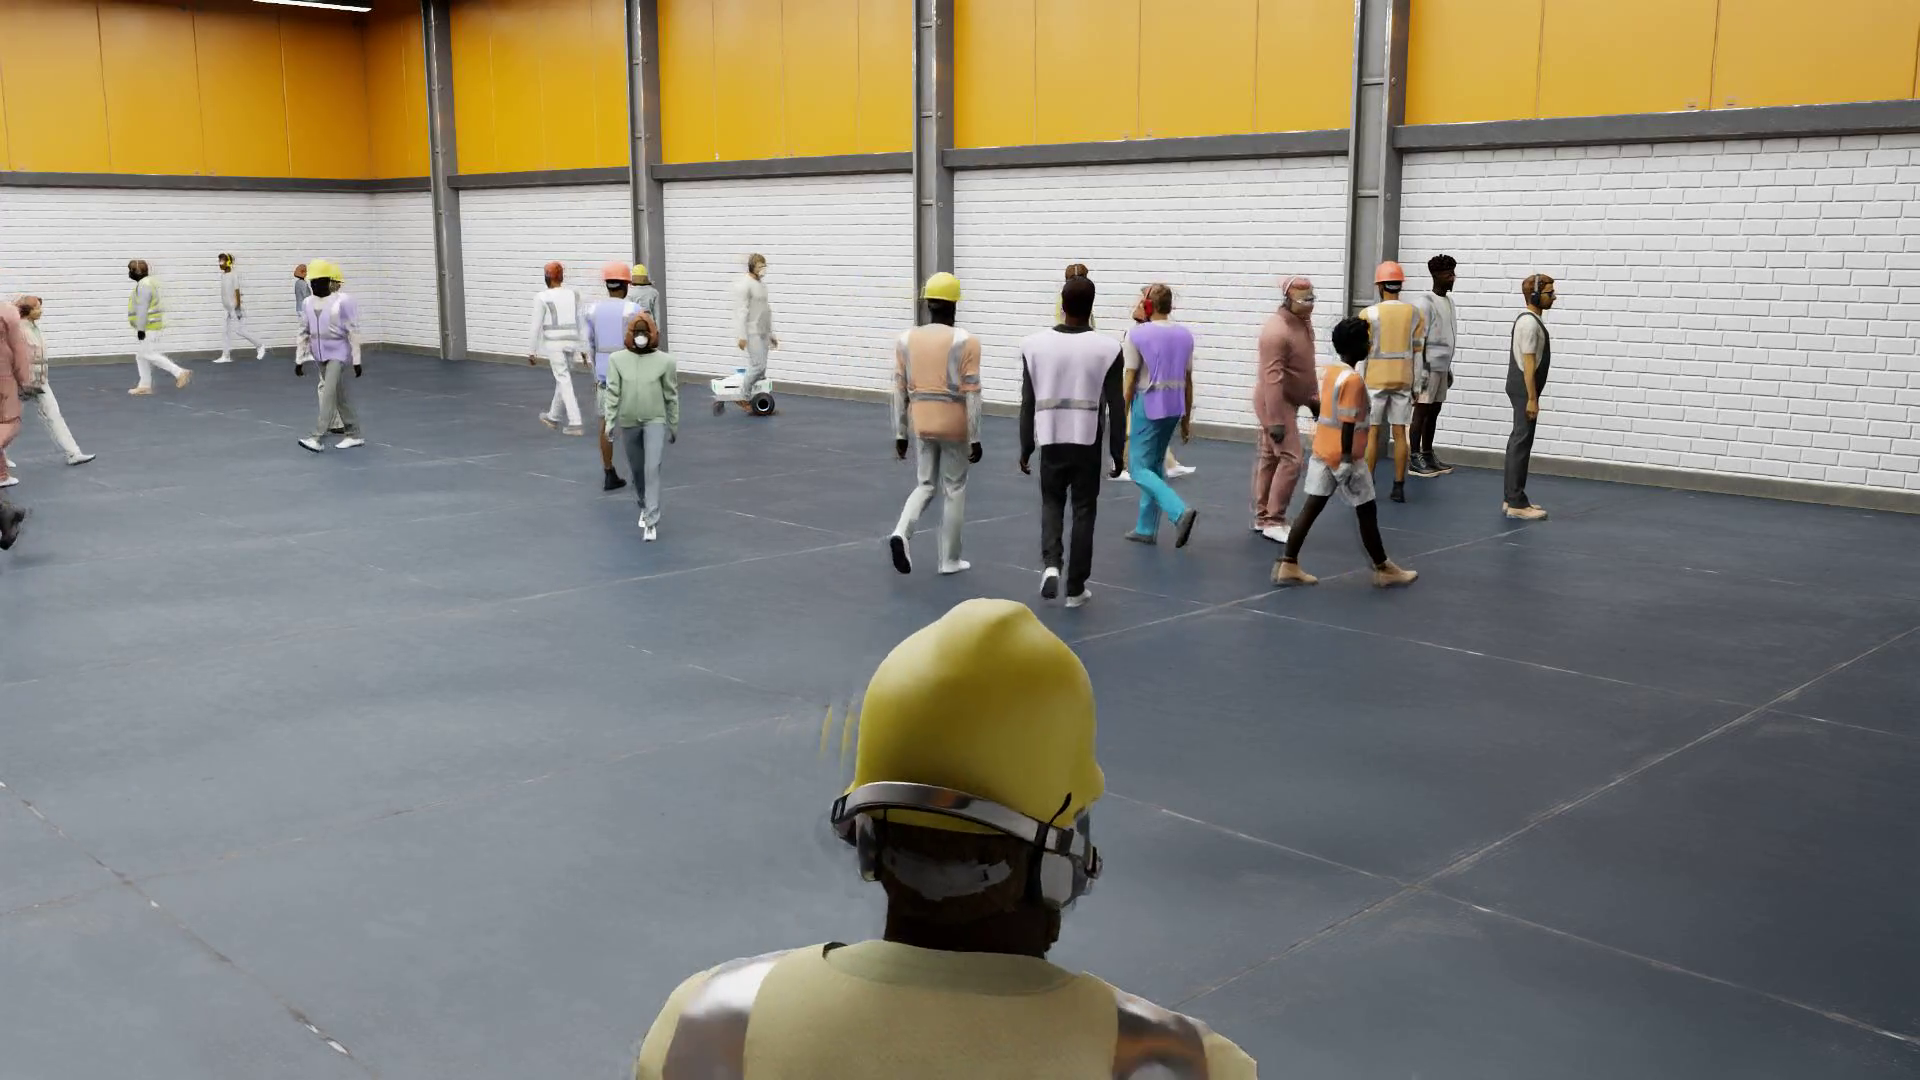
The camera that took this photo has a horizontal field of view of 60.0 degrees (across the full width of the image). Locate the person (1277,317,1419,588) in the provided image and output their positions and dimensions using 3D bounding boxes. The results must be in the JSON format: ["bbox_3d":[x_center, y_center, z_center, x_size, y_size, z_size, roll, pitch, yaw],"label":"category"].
[{"bbox_3d":[2.335,-0.517,10.027,0.861,1.647,0.544,-1,10,-6],"label":"person"}]

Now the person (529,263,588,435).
[{"bbox_3d":[-4.381,-2.071,18.016,0.984,1.824,0.601,9,14,41],"label":"person"}]

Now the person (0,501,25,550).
[{"bbox_3d":[-6.530,-0.768,10.711,0.764,1.909,0.541,-8,13,-37],"label":"person"}]

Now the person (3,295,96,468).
[{"bbox_3d":[-8.533,-1.448,15.278,0.915,1.584,0.513,0,10,2],"label":"person"}]

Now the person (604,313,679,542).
[{"bbox_3d":[-2.264,-0.826,11.889,0.500,1.591,0.862,0,10,1],"label":"person"}]

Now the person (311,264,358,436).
[{"bbox_3d":[-6.703,-2.021,17.762,0.403,1.822,0.587,-7,13,-35],"label":"person"}]

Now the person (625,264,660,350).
[{"bbox_3d":[-4.262,-2.818,22.327,0.492,1.740,0.324,-6,12,-30],"label":"person"}]

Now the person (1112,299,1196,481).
[{"bbox_3d":[1.694,-1.296,14.414,0.803,1.597,0.520,1,10,6],"label":"person"}]

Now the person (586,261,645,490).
[{"bbox_3d":[-2.861,-1.398,14.134,0.578,1.904,0.773,3,11,16],"label":"person"}]

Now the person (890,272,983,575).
[{"bbox_3d":[-0.155,-0.694,10.295,0.592,1.909,0.658,6,12,28],"label":"person"}]

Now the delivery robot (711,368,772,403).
[{"bbox_3d":[-2.602,-1.808,19.799,0.707,0.478,0.477,-2,11,-11],"label":"delivery robot"}]

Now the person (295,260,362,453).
[{"bbox_3d":[-6.284,-1.797,16.362,0.619,1.876,0.958,5,11,24],"label":"person"}]

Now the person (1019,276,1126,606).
[{"bbox_3d":[0.650,-0.554,9.543,0.613,1.899,0.448,3,11,15],"label":"person"}]

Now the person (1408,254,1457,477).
[{"bbox_3d":[4.226,-1.554,14.818,0.370,1.967,0.602,9,14,41],"label":"person"}]

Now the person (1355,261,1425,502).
[{"bbox_3d":[3.424,-1.261,13.333,0.541,1.929,0.383,0,10,-2],"label":"person"}]

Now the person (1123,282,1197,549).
[{"bbox_3d":[1.371,-0.835,11.284,0.576,1.822,0.710,-7,13,-35],"label":"person"}]

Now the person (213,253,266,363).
[{"bbox_3d":[-12.236,-3.917,28.092,0.524,1.835,0.818,8,13,36],"label":"person"}]

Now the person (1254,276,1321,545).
[{"bbox_3d":[2.261,-0.902,11.603,0.545,1.856,0.721,4,11,23],"label":"person"}]

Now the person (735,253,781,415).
[{"bbox_3d":[-2.398,-2.404,19.568,0.405,1.923,0.707,3,11,15],"label":"person"}]

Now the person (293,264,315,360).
[{"bbox_3d":[-11.211,-3.891,28.475,0.286,1.633,0.499,-9,13,-39],"label":"person"}]

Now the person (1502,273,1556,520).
[{"bbox_3d":[4.307,-1.084,12.588,0.345,1.847,0.506,3,11,14],"label":"person"}]

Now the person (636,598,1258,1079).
[{"bbox_3d":[0.016,0.937,1.665,0.618,1.797,0.799,3,11,14],"label":"person"}]

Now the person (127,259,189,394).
[{"bbox_3d":[-10.837,-2.859,22.342,0.684,1.820,0.630,-5,12,-26],"label":"person"}]

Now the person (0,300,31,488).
[{"bbox_3d":[-8.086,-1.326,13.798,0.641,1.878,0.731,1,10,4],"label":"person"}]

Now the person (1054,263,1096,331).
[{"bbox_3d":[1.191,-1.937,17.249,0.430,1.845,0.620,-1,10,-6],"label":"person"}]
